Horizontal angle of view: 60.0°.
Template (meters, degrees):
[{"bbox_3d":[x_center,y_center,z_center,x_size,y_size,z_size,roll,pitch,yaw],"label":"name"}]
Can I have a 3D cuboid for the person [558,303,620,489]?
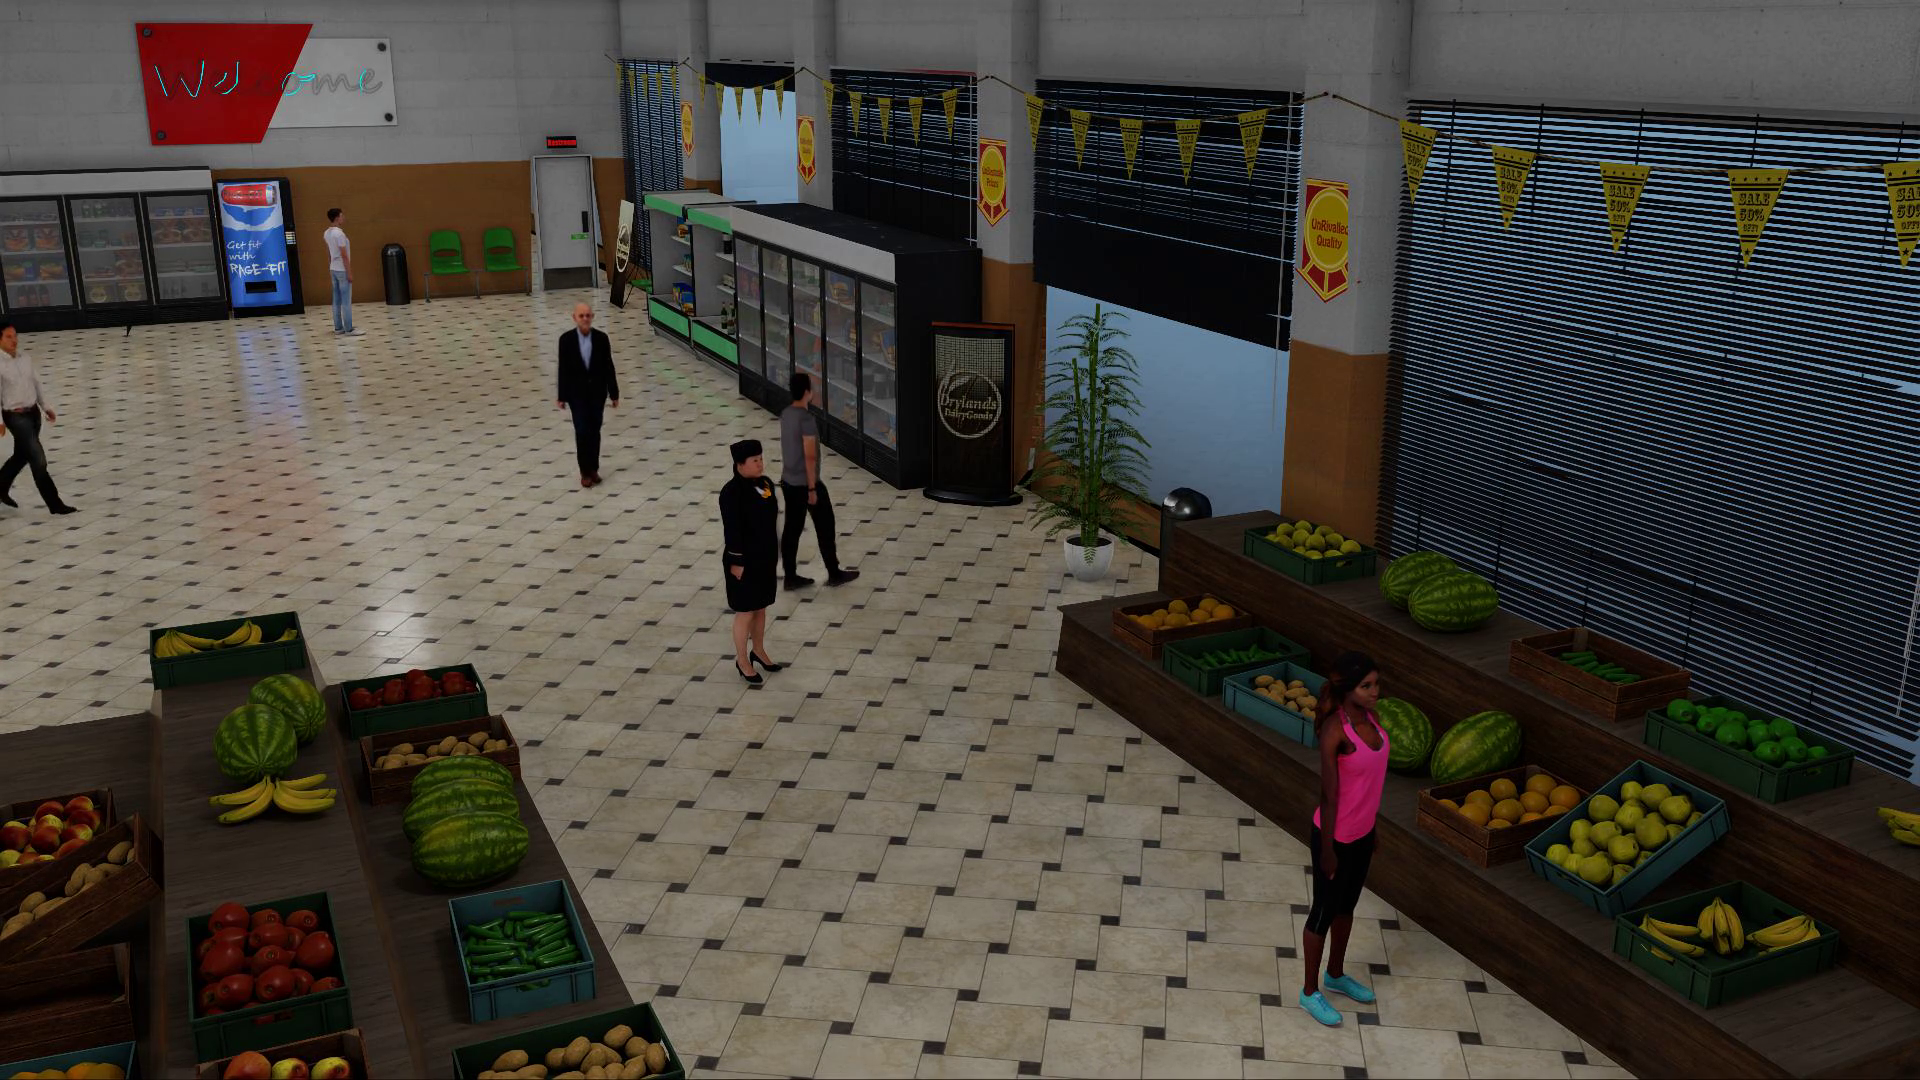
[{"bbox_3d":[-3.685,-1.450,16.363,0.719,1.788,0.718,-7,18,-23],"label":"person"}]

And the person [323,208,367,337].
[{"bbox_3d":[-9.119,-3.942,24.463,0.626,1.851,0.780,15,22,40],"label":"person"}]

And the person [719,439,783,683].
[{"bbox_3d":[-1.427,0.132,11.355,0.837,1.671,0.802,9,19,26],"label":"person"}]

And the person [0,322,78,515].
[{"bbox_3d":[-8.675,-1.101,15.238,1.160,1.774,1.201,3,17,11],"label":"person"}]

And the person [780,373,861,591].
[{"bbox_3d":[-1.303,-0.436,13.106,0.831,1.742,0.846,-13,21,-35],"label":"person"}]

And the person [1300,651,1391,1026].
[{"bbox_3d":[1.707,1.300,7.418,0.616,1.724,0.633,-15,22,-40],"label":"person"}]
